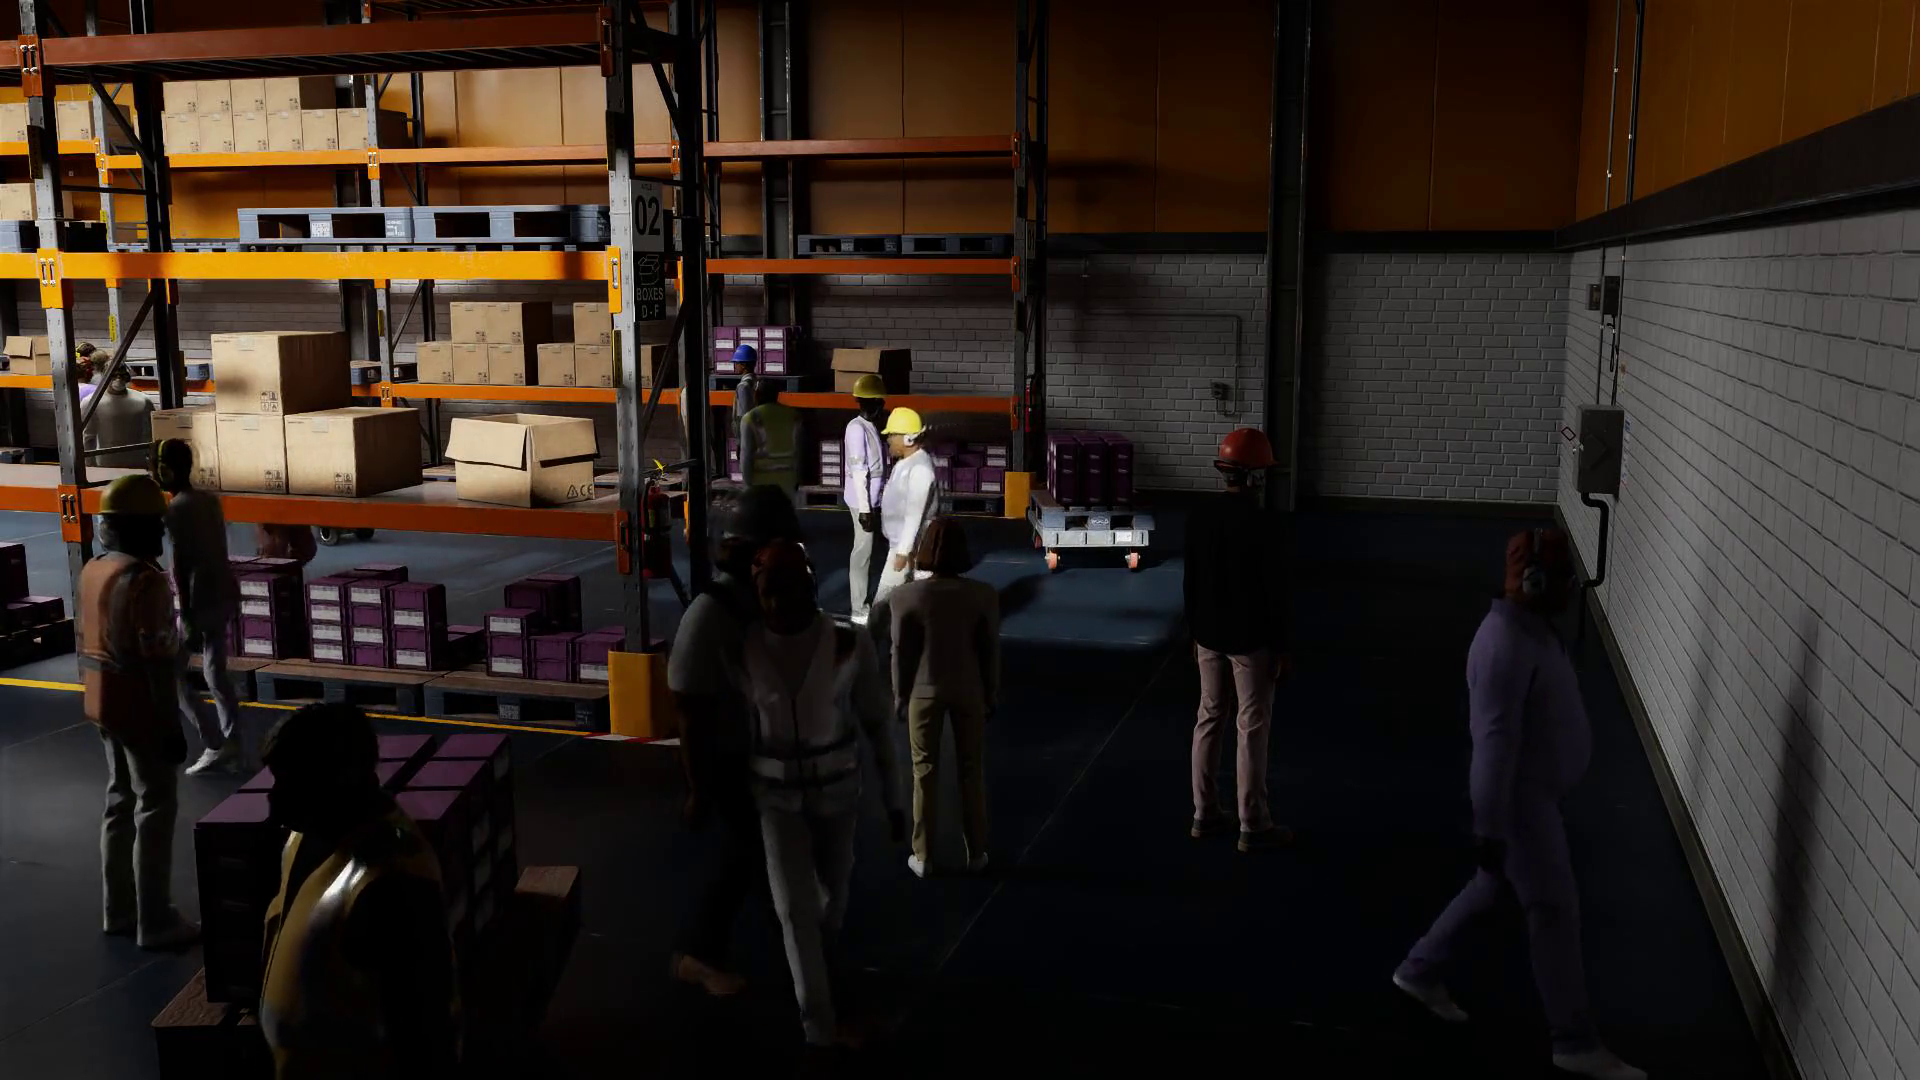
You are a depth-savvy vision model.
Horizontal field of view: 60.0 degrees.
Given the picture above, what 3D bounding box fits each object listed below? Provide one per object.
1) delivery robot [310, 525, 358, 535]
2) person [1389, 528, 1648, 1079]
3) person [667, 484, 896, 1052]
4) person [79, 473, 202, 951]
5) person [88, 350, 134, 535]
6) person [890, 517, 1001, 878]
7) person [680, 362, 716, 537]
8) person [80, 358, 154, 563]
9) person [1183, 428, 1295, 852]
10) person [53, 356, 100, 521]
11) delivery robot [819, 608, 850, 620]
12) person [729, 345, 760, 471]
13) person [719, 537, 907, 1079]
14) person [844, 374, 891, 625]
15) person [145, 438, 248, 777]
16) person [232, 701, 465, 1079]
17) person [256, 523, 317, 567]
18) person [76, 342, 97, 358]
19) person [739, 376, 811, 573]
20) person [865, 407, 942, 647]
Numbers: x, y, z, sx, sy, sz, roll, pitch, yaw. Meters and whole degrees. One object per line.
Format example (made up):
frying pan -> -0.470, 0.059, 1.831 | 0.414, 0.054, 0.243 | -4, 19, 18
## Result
delivery robot -> -6.302, -0.301, 16.630 | 0.707, 0.478, 0.477 | 6, 11, 31
person -> 1.934, 0.877, 5.744 | 0.885, 1.875, 0.661 | 4, 10, 24
person -> -0.685, 0.752, 5.981 | 1.019, 2.000, 0.690 | 4, 10, 23
person -> -3.326, 0.685, 6.778 | 0.586, 1.915, 0.414 | 8, 12, 39
person -> -8.806, -1.001, 17.167 | 0.731, 1.894, 0.643 | 5, 10, 26
person -> -0.064, 0.710, 7.474 | 0.497, 1.633, 0.285 | -1, 9, -5
person -> -2.686, -0.953, 16.971 | 0.327, 1.842, 0.517 | 1, 9, 5
person -> -7.479, -0.652, 14.847 | 0.356, 1.938, 0.633 | 9, 13, 43
person -> 1.321, 0.467, 7.856 | 0.376, 1.995, 0.612 | -8, 12, -42
person -> -8.816, -0.924, 16.783 | 0.563, 1.847, 0.388 | 1, 9, 4
delivery robot -> -1.090, 0.592, 11.188 | 0.707, 0.478, 0.477 | 6, 11, 32
person -> -2.177, -1.039, 17.176 | 0.395, 1.945, 0.618 | 2, 9, 10
person -> -0.530, 0.869, 5.894 | 0.646, 1.845, 0.947 | 0, 9, -1
person -> -0.703, -0.308, 12.788 | 0.363, 1.928, 0.587 | 1, 9, 4
person -> -4.079, 0.373, 8.917 | 0.443, 1.843, 0.511 | 2, 9, 11
person -> -1.411, 1.238, 3.798 | 0.977, 1.786, 0.614 | -5, 11, -28
person -> -5.163, -0.261, 12.640 | 0.444, 1.877, 0.755 | -1, 9, -4
person -> -10.182, -1.383, 19.509 | 0.335, 1.873, 0.521 | 7, 12, 36
person -> -1.602, -0.513, 14.427 | 0.635, 1.811, 0.811 | -5, 11, -29
person -> -0.437, 0.011, 11.231 | 0.890, 1.790, 0.615 | -3, 10, -16
